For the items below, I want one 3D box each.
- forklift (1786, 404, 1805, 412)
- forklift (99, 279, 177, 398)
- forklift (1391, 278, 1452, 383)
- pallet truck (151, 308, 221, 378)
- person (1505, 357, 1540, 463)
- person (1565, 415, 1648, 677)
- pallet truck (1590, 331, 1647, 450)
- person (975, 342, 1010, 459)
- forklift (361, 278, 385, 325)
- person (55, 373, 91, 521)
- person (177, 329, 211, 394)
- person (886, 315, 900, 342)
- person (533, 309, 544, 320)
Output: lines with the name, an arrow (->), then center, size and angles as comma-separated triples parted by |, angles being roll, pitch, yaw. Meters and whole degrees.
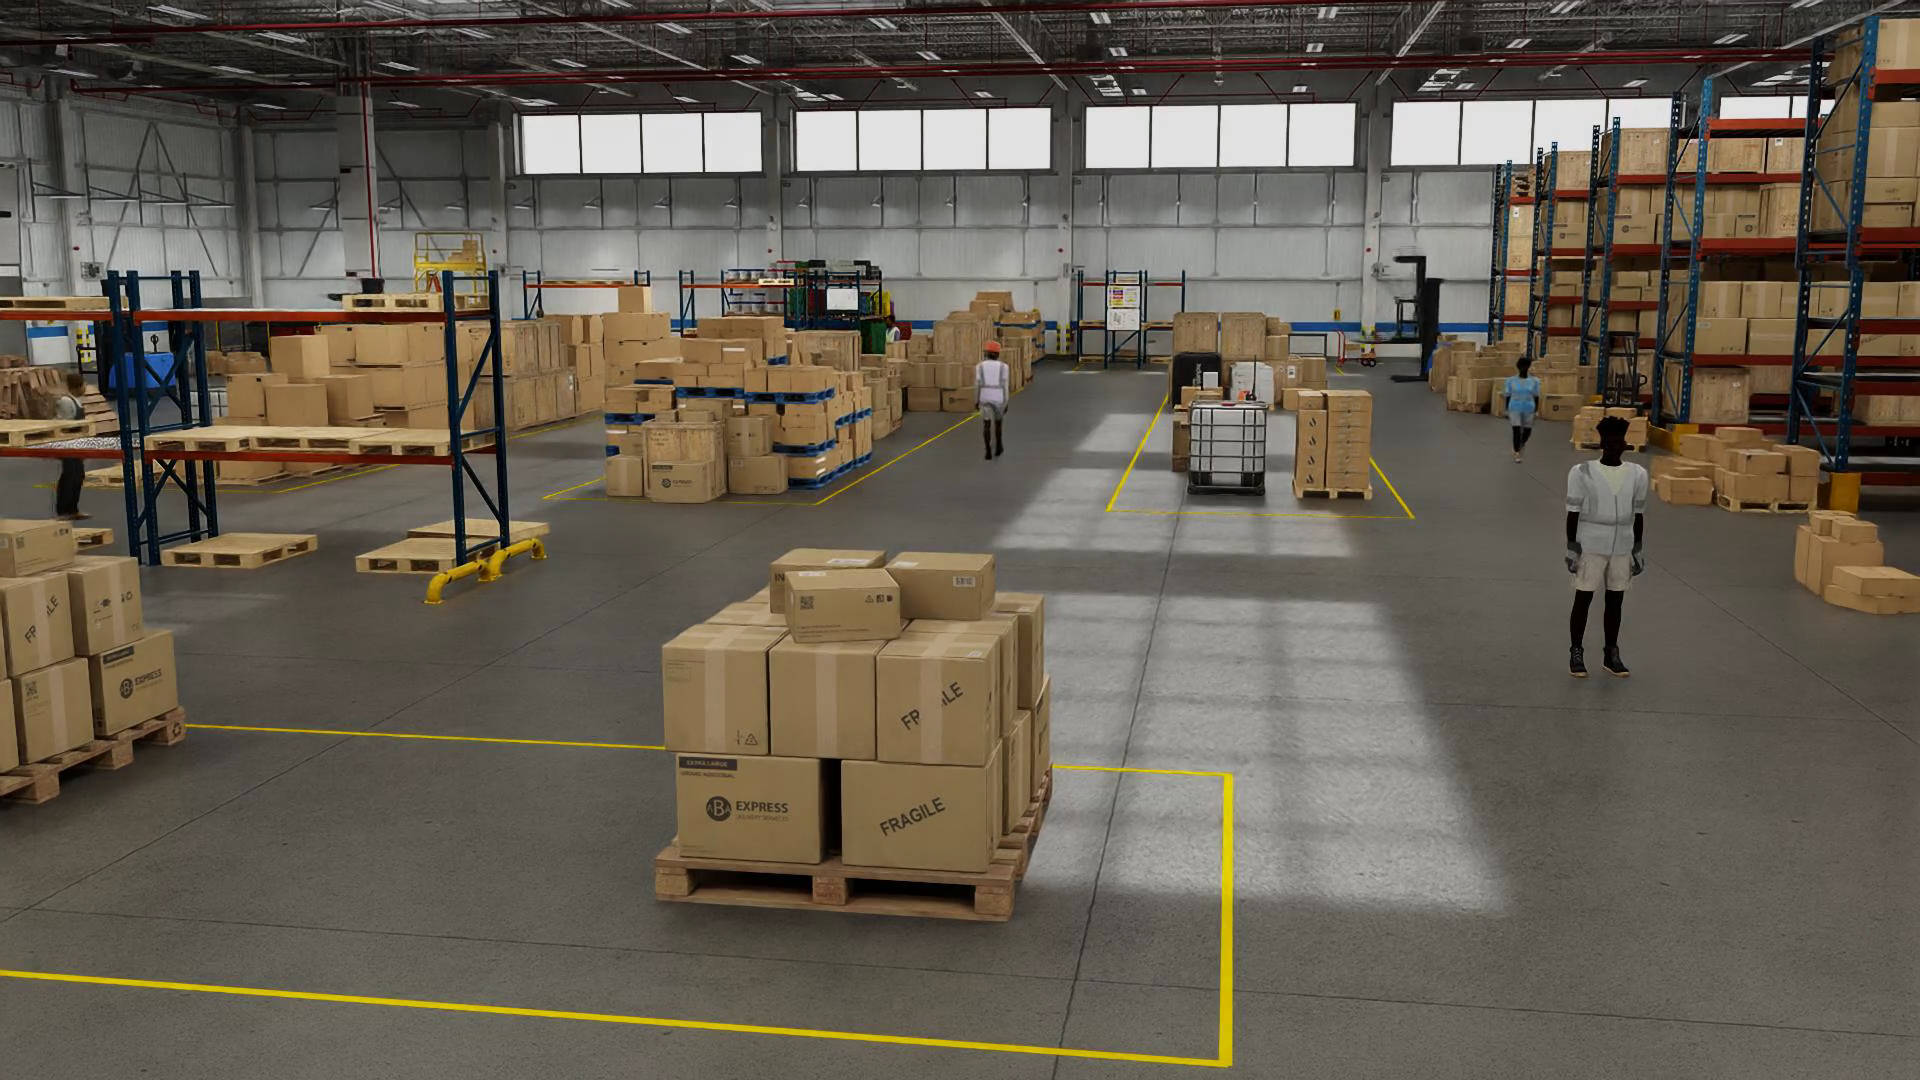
forklift -> 18.510, -4.209, 35.873 | 1.129, 2.768, 1.873 | 1, 9, 9
forklift -> -19.606, -4.720, 39.027 | 1.873, 2.768, 1.129 | 1, 9, 9
forklift -> 12.663, -5.637, 44.678 | 1.873, 2.768, 1.129 | 1, 9, 9
pallet truck -> -21.869, -5.598, 47.154 | 0.823, 1.965, 1.885 | 4, 10, 26
person -> 8.889, -2.065, 26.361 | 0.533, 1.685, 0.518 | 1, 9, 8
person -> 4.817, 0.050, 12.415 | 0.607, 1.966, 0.367 | 0, 9, -3
pallet truck -> 11.253, -2.573, 28.499 | 0.823, 1.965, 1.885 | 5, 10, 27
person -> 0.526, -2.264, 26.945 | 0.565, 1.888, 0.986 | 1, 9, 6
forklift -> -15.346, -5.476, 43.687 | 1.873, 2.768, 1.129 | -6, 11, -34
person -> -10.739, -1.102, 20.034 | 0.427, 1.801, 0.690 | -2, 9, -11
person -> -18.938, -4.401, 40.989 | 0.827, 1.602, 0.528 | -5, 10, -28
person -> -1.686, -4.722, 41.994 | 0.396, 1.919, 0.590 | -5, 10, -27
person -> -11.965, -5.620, 47.471 | 0.633, 1.938, 0.356 | 3, 10, 17
